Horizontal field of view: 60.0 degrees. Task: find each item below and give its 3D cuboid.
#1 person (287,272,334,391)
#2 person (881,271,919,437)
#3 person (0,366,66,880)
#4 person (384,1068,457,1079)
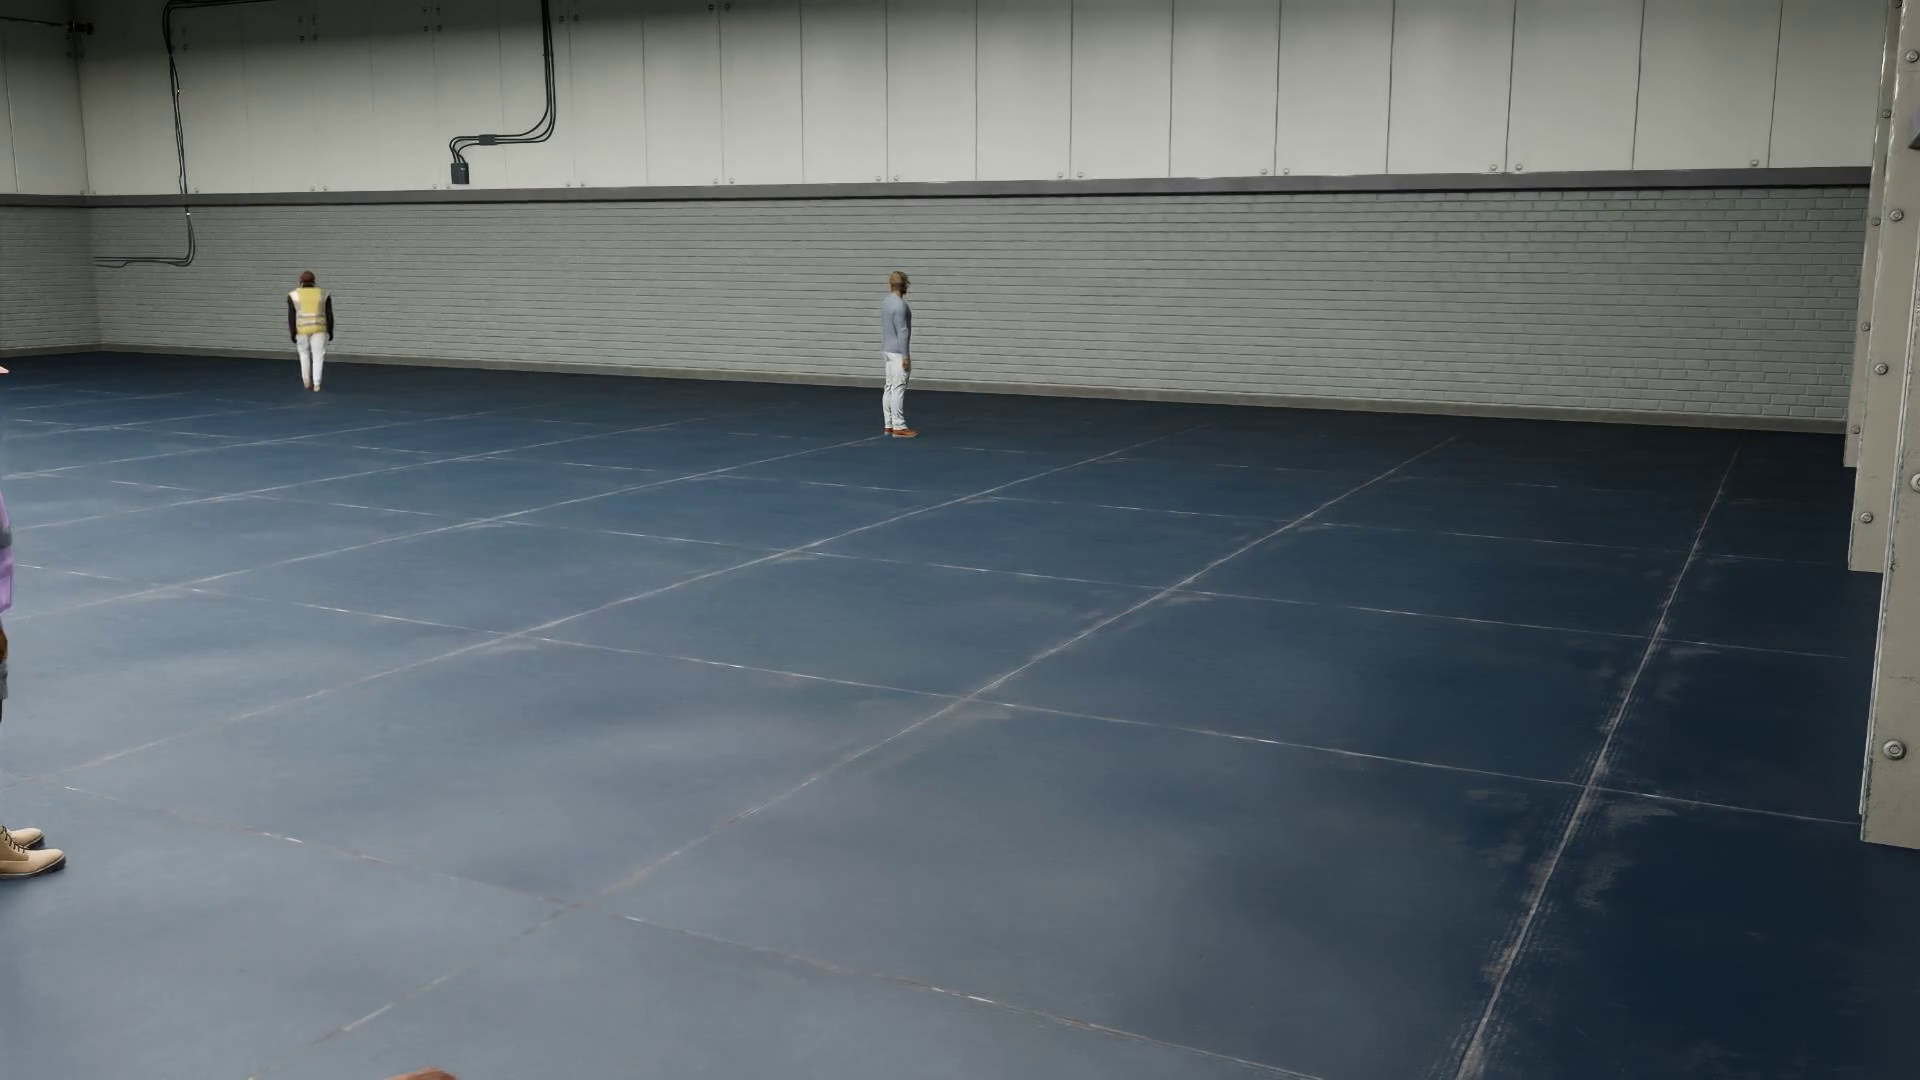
[{"bbox_3d":[-9.902,-3.187,25.395,0.643,1.787,0.974,-4,11,-22],"label":"person"},{"bbox_3d":[-0.722,-2.169,19.453,0.370,1.939,0.631,-4,11,-20],"label":"person"},{"bbox_3d":[-3.607,0.230,6.084,0.370,2.044,0.608,-9,13,-39],"label":"person"},{"bbox_3d":[-0.477,1.264,1.548,0.515,1.641,0.308,3,11,14],"label":"person"}]
